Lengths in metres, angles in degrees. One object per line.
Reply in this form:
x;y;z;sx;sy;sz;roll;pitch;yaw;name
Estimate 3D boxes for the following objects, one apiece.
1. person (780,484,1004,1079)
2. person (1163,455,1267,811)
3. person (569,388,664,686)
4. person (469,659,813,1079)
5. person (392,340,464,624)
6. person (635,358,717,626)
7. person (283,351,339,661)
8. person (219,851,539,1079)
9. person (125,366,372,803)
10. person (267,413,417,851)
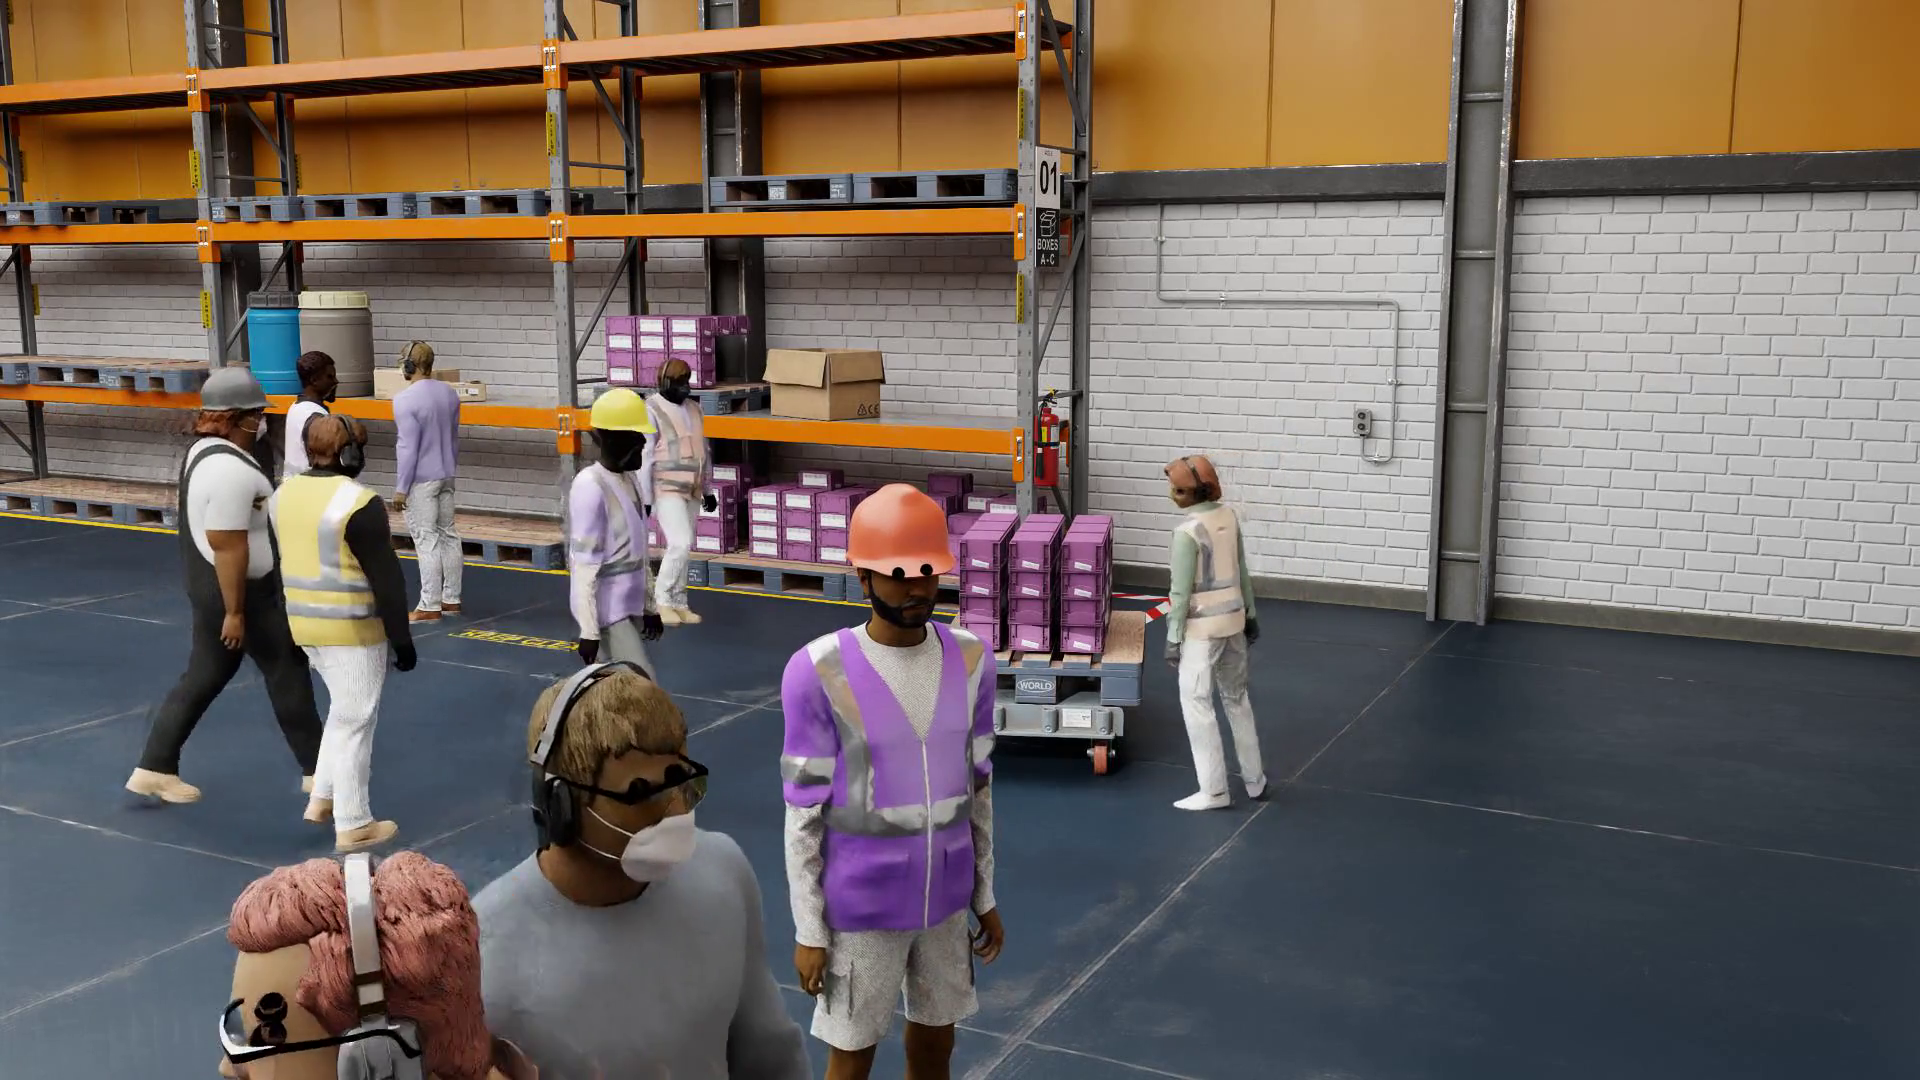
-0.135;0.829;3.850;0.548;1.937;0.358;-5;11;-30;person
1.155;0.409;7.456;0.384;1.605;0.656;8;12;39;person
-1.469;0.298;7.229;0.428;1.912;0.586;0;9;3;person
-0.375;1.100;2.310;0.963;1.895;0.645;4;10;24;person
-3.652;-0.392;11.381;0.371;1.941;0.627;3;10;17;person
-1.913;-0.315;11.267;0.454;1.829;0.628;5;10;26;person
-3.994;-0.208;10.307;0.373;1.916;0.596;-6;11;-31;person
-0.417;1.200;1.730;0.732;1.878;0.674;-4;10;-24;person
-3.300;0.184;7.510;1.005;2.000;0.689;-7;11;-37;person
-2.554;0.387;6.934;0.628;1.831;0.455;6;11;34;person
